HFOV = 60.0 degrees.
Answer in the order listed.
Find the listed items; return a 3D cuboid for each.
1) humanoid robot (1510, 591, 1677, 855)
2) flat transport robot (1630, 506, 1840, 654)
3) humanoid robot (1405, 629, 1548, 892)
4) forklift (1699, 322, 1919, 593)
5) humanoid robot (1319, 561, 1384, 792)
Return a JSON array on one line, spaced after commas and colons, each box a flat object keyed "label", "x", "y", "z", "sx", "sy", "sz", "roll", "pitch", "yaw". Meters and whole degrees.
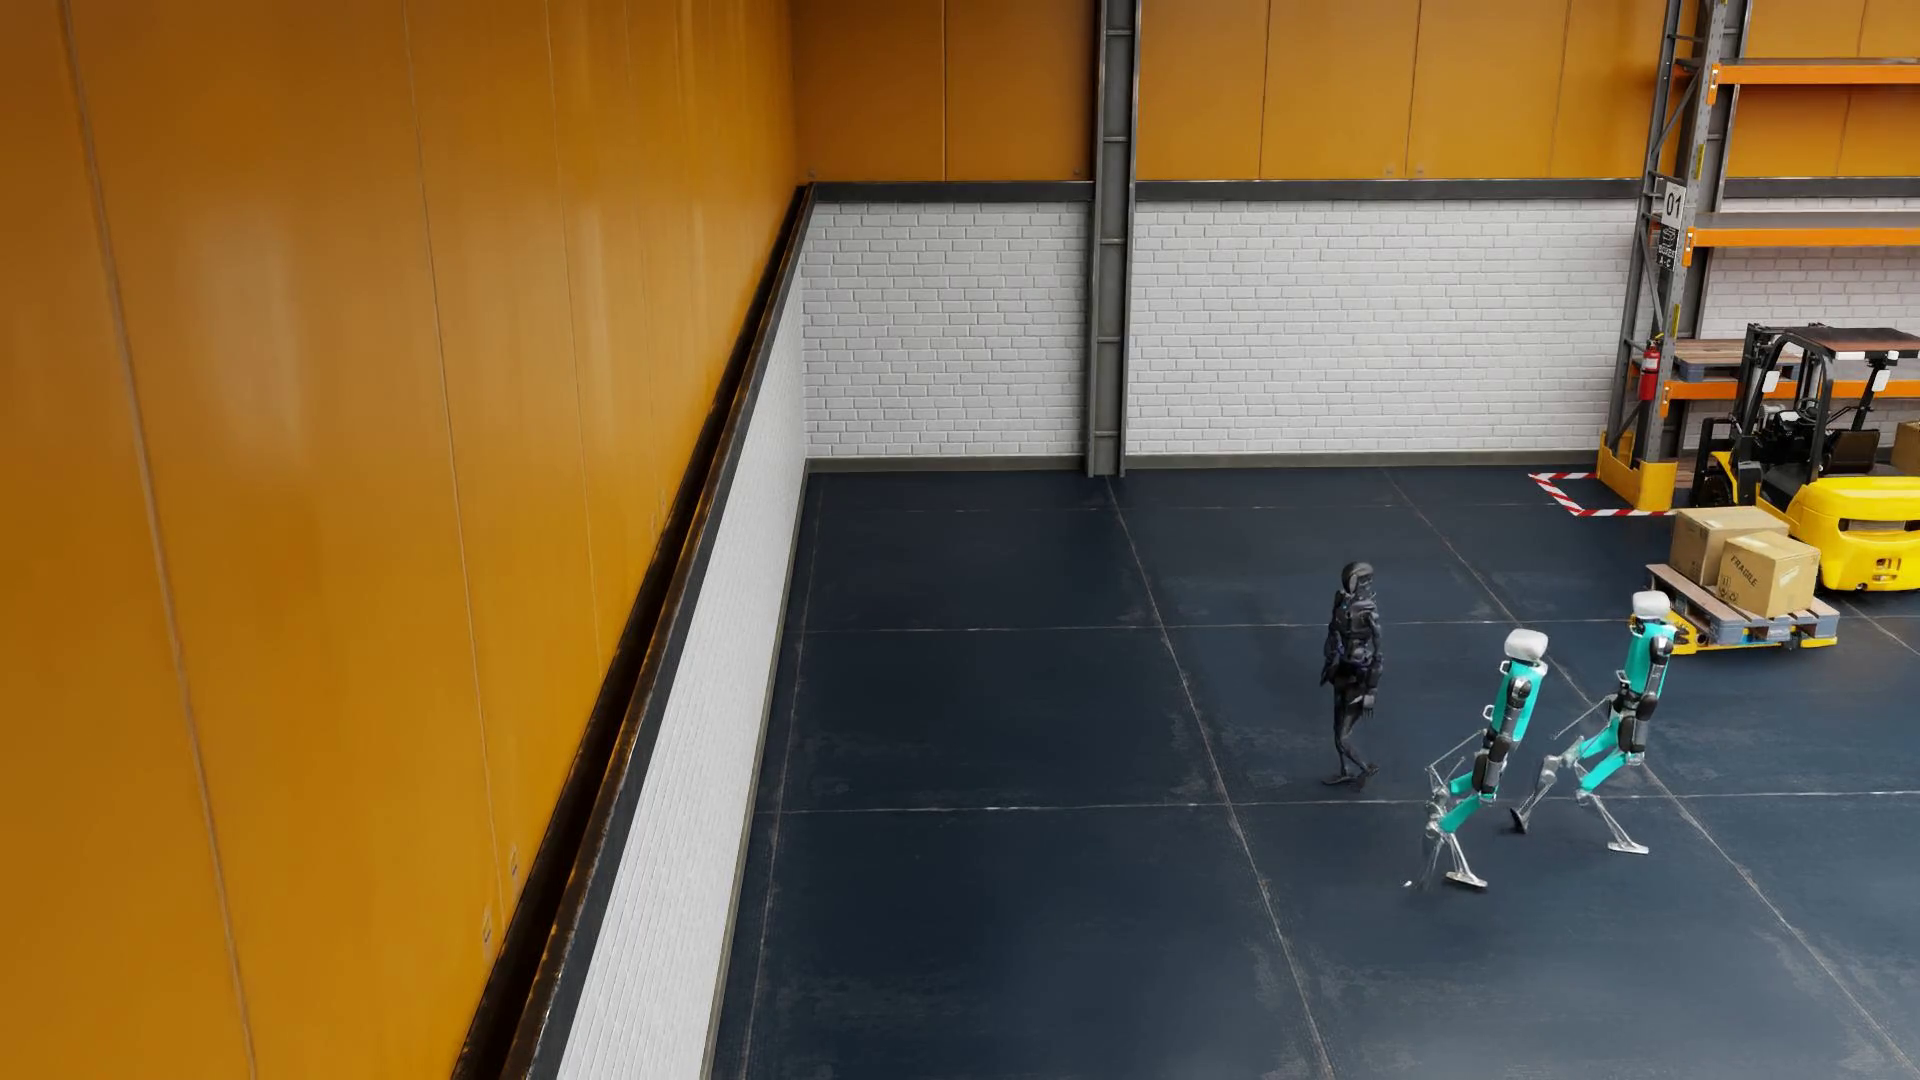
[{"label": "humanoid robot", "x": 3.890, "y": 1.156, "z": 10.359, "sx": 0.924, "sy": 1.808, "sz": 0.531, "roll": 3, "pitch": 21, "yaw": 9}, {"label": "flat transport robot", "x": 6.351, "y": 0.694, "z": 13.670, "sx": 1.431, "sy": 0.231, "sz": 0.659, "roll": -3, "pitch": 20, "yaw": -7}, {"label": "humanoid robot", "x": 2.974, "y": 1.367, "z": 9.873, "sx": 0.807, "sy": 1.885, "sz": 0.553, "roll": 9, "pitch": 22, "yaw": 24}, {"label": "forklift", "x": 7.809, "y": -0.792, "z": 14.926, "sx": 1.214, "sy": 2.155, "sz": 2.313, "roll": -1, "pitch": 20, "yaw": -2}, {"label": "humanoid robot", "x": 2.628, "y": 0.897, "z": 11.081, "sx": 0.364, "sy": 1.642, "sz": 0.613, "roll": -7, "pitch": 22, "yaw": -19}]
